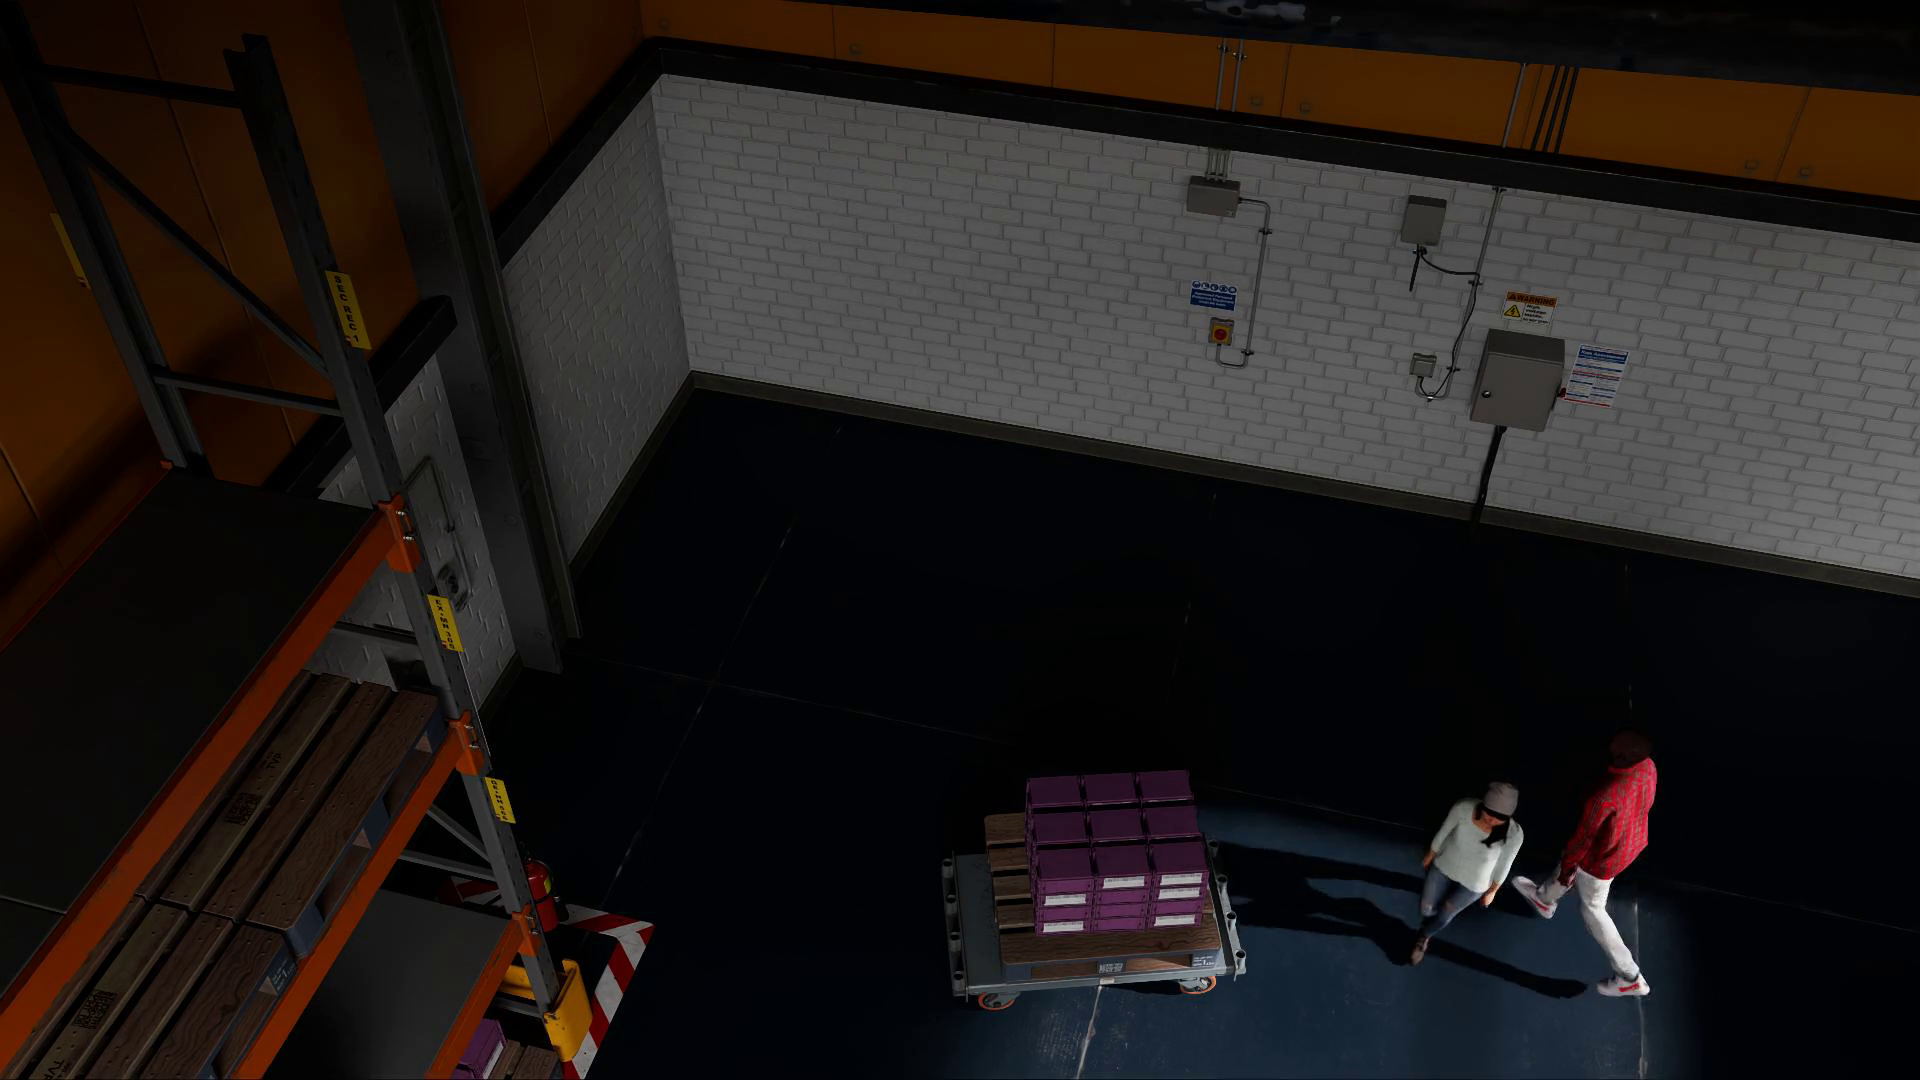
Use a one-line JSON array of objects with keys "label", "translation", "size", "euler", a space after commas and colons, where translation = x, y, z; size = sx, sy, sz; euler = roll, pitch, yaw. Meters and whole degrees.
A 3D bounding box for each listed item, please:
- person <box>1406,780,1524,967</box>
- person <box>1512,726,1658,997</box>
[{"label": "person", "translation": [2.823, 1.780, 9.219], "size": [0.710, 1.631, 0.763], "euler": [27, 50, 25]}, {"label": "person", "translation": [3.606, 1.756, 9.133], "size": [1.251, 1.783, 1.244], "euler": [-27, 50, -26]}]
